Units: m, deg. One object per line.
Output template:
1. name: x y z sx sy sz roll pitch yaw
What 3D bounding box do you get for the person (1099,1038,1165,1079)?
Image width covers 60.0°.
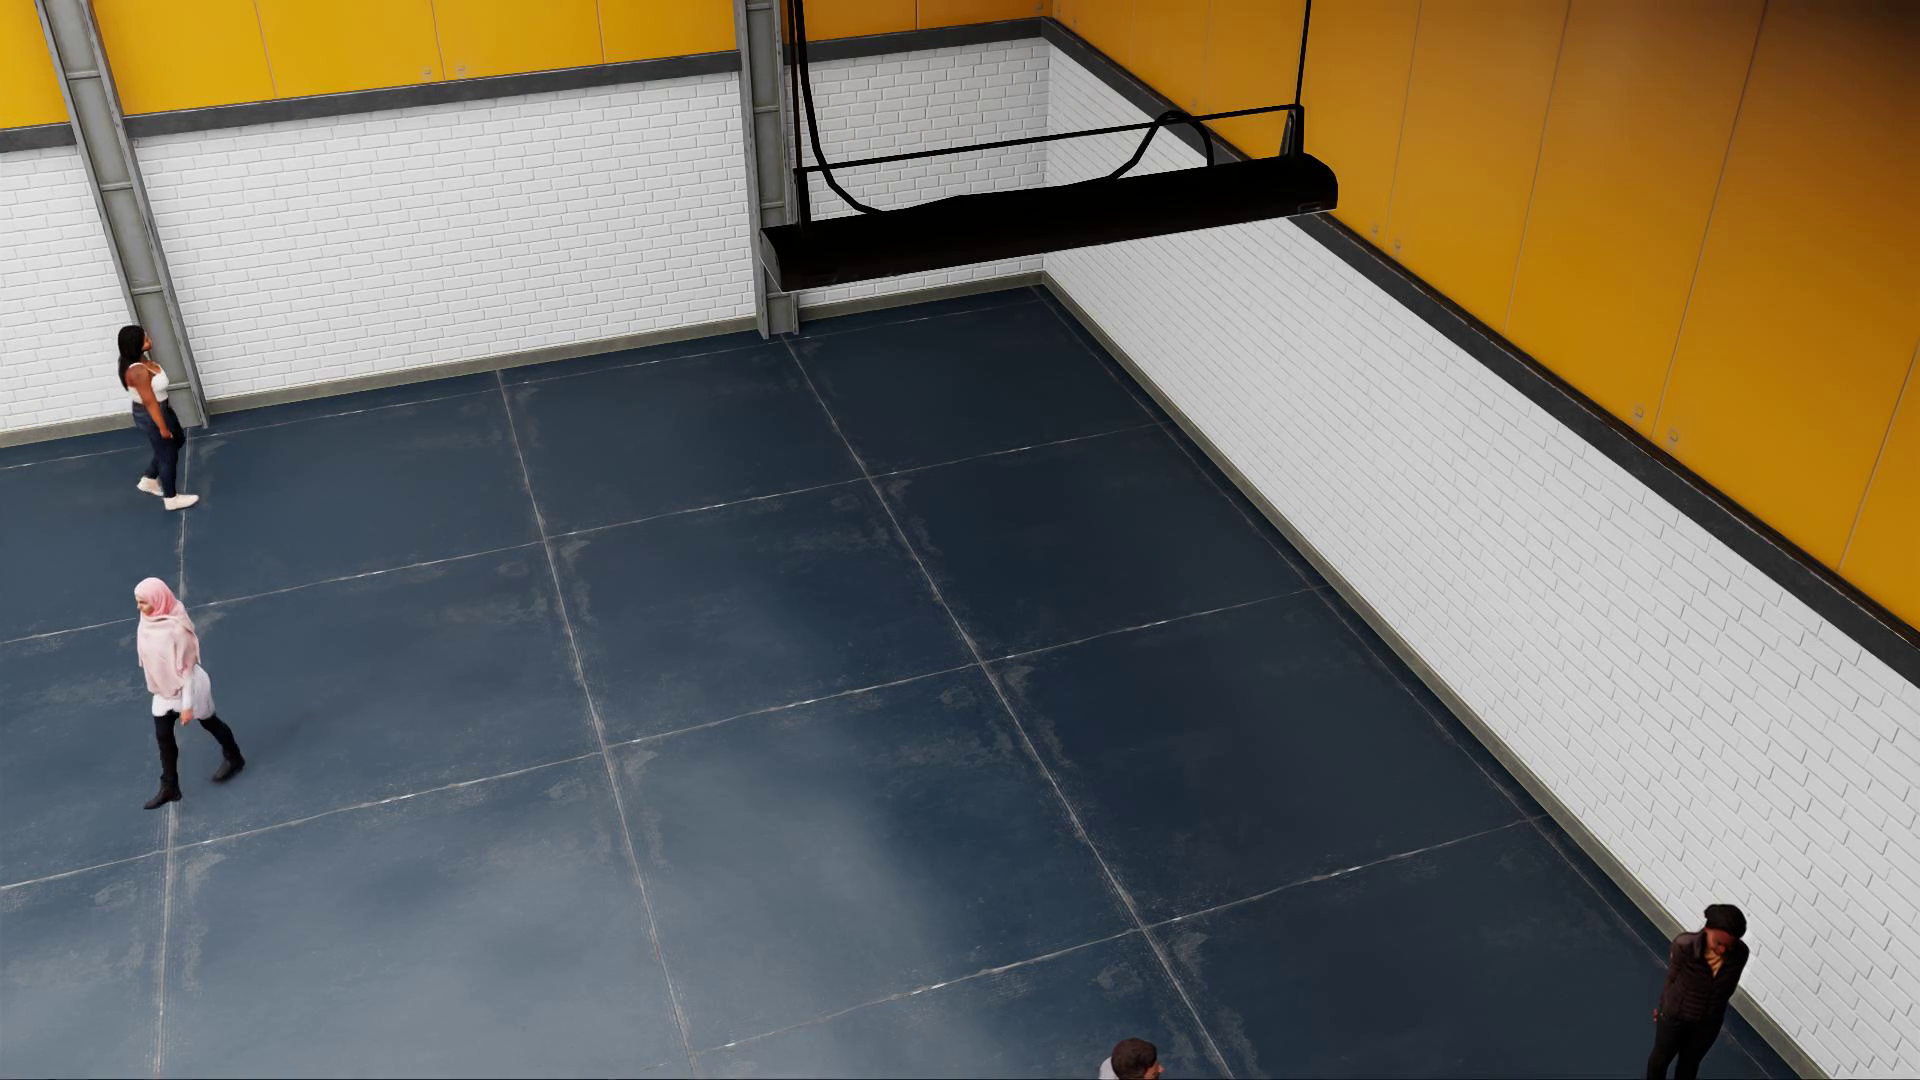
1. person: 0.808 3.140 8.255 0.706 1.874 0.748 -2 34 -3

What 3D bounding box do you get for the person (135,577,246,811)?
1. person: -5.321 0.983 11.586 1.004 1.780 1.078 15 37 22

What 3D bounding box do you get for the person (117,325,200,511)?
1. person: -7.188 -1.052 14.633 0.770 1.797 0.701 -17 37 -24

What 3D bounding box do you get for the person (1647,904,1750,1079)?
1. person: 4.055 2.617 9.235 0.677 1.662 0.733 14 36 20
